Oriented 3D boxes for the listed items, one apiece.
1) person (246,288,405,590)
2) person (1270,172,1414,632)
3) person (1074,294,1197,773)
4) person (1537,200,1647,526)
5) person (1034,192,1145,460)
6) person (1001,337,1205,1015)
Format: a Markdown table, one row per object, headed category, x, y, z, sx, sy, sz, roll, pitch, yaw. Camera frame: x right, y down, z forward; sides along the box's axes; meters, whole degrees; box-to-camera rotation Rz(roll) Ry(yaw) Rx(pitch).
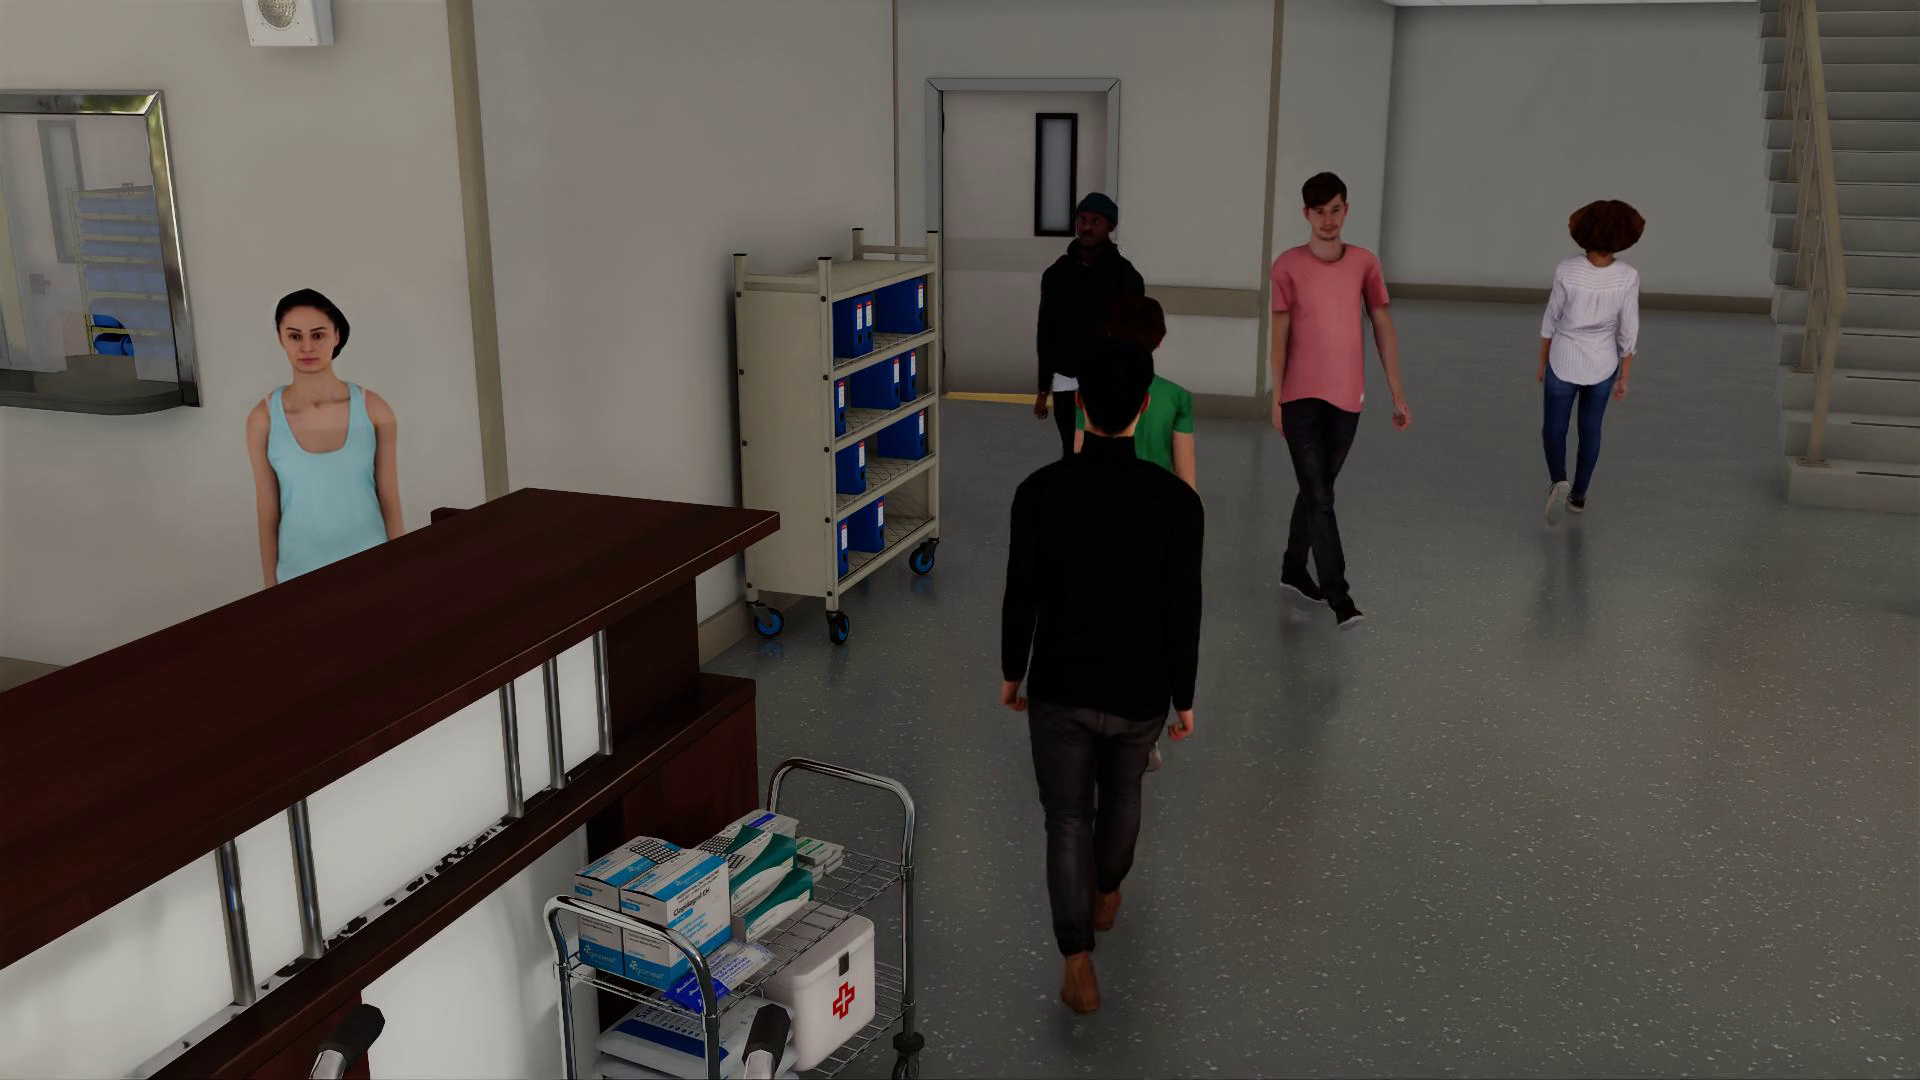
| category | x | y | z | sx | sy | sz | roll | pitch | yaw |
| --- | --- | --- | --- | --- | --- | --- | --- | --- | --- |
| person | -1.811 | 0.146 | 4.864 | 0.659 | 1.764 | 0.711 | -6 | 17 | -20 |
| person | 1.532 | -0.597 | 7.241 | 1.115 | 1.905 | 1.291 | -5 | 16 | -17 |
| person | 0.571 | 0.016 | 5.563 | 0.711 | 1.636 | 0.946 | 1 | 16 | 5 |
| person | 3.288 | -0.917 | 8.776 | 0.688 | 1.688 | 1.028 | 4 | 16 | 15 |
| person | 0.634 | -0.751 | 7.950 | 0.730 | 1.816 | 0.756 | 10 | 18 | 31 |
| person | 0.346 | 0.368 | 4.203 | 0.880 | 1.696 | 1.150 | 1 | 16 | 2 |
